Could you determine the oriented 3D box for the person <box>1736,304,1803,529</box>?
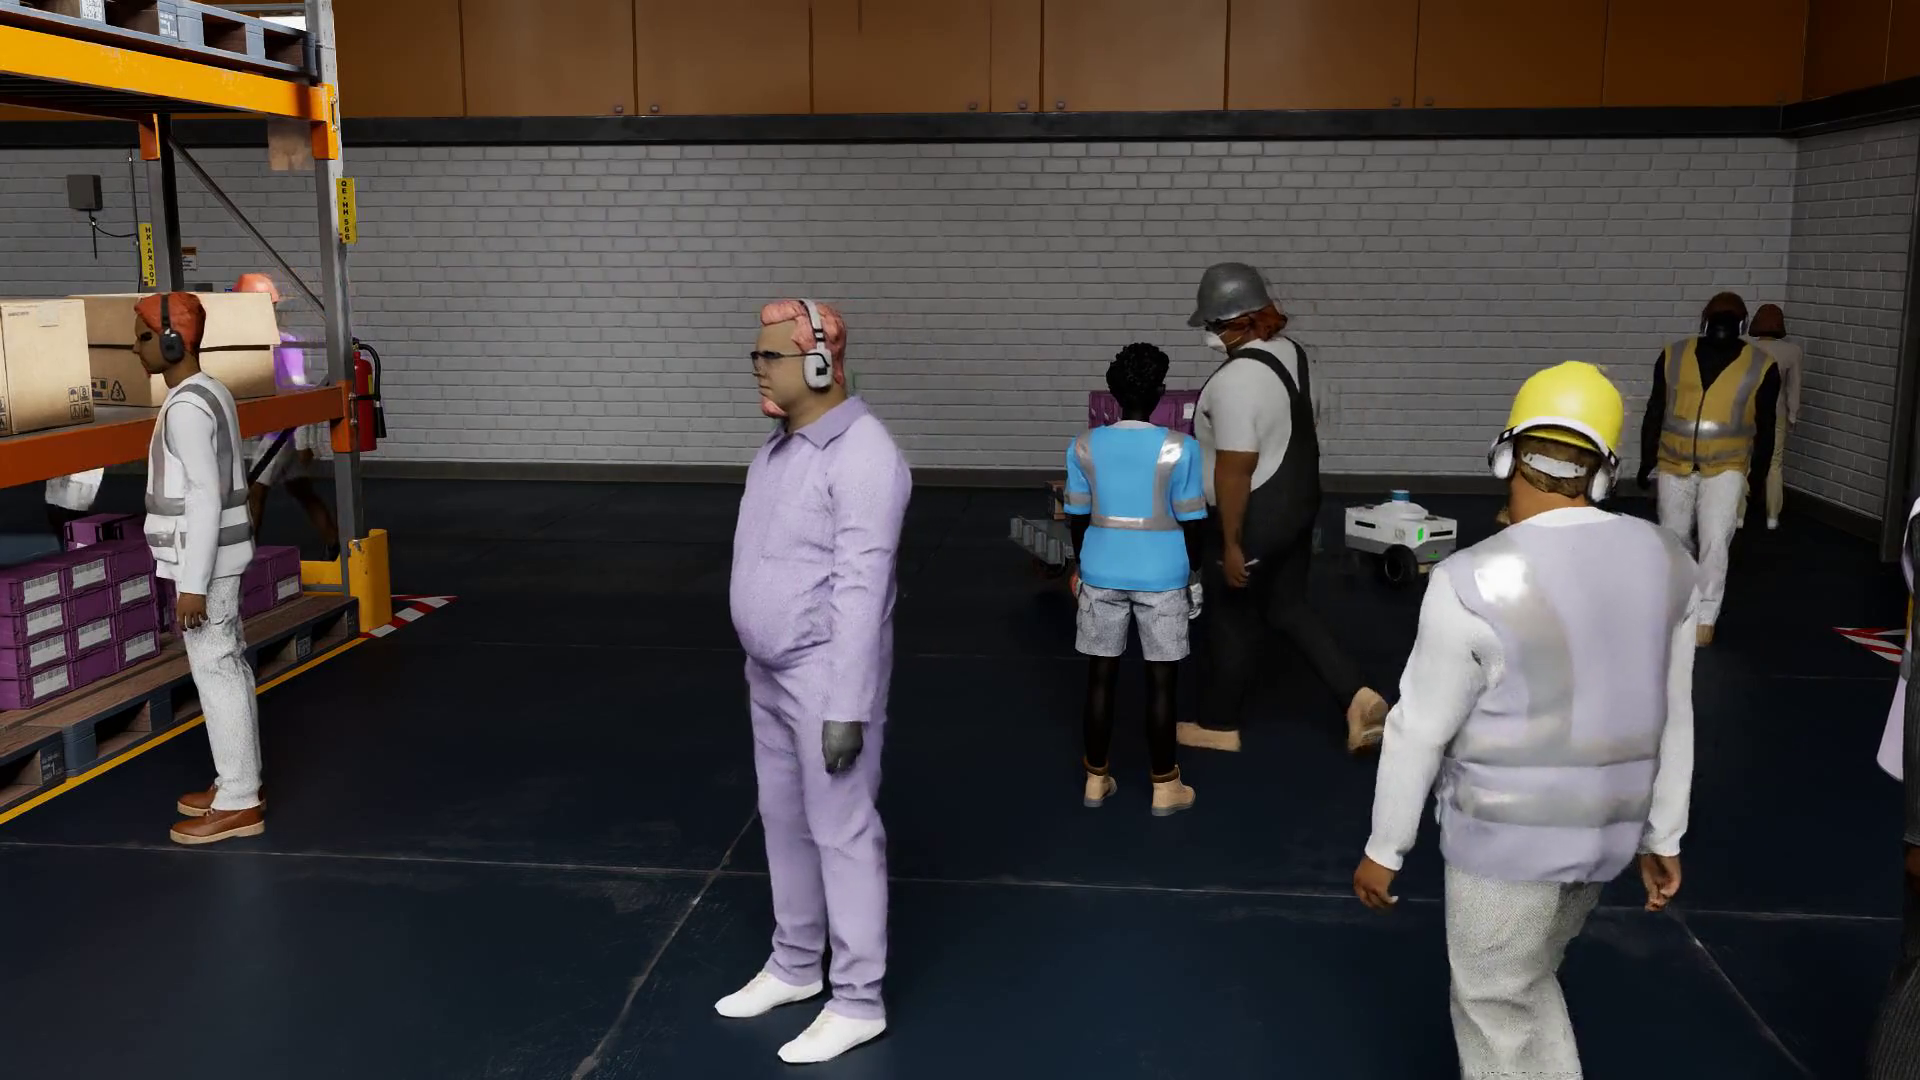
[{"bbox_3d":[5.807,-0.889,12.063,0.508,1.632,0.270,2,10,13],"label":"person"}]

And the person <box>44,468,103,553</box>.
[{"bbox_3d":[-5.049,-0.439,9.352,0.442,1.680,0.565,-9,13,-41],"label":"person"}]

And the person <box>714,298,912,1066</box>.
[{"bbox_3d":[-0.384,0.350,4.207,0.409,1.906,0.646,-6,11,-30],"label":"person"}]

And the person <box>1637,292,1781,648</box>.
[{"bbox_3d":[3.924,-0.398,8.746,0.630,1.814,0.865,8,12,37],"label":"person"}]

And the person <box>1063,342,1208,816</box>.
[{"bbox_3d":[0.631,0.146,5.964,0.534,1.697,0.318,5,11,25],"label":"person"}]

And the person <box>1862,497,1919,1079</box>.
[{"bbox_3d":[2.045,0.500,3.300,0.600,1.917,0.376,-7,12,-34],"label":"person"}]

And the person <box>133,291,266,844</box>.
[{"bbox_3d":[-2.605,0.094,5.719,0.337,1.883,0.584,-3,10,-18],"label":"person"}]

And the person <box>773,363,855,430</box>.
[{"bbox_3d":[-0.923,-0.579,10.401,0.512,1.592,0.831,4,11,22],"label":"person"}]

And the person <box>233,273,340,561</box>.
[{"bbox_3d":[-4.178,-0.651,10.015,1.024,1.878,0.557,-8,13,-40],"label":"person"}]

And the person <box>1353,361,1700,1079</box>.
[{"bbox_3d":[1.091,0.562,3.225,0.598,1.810,0.448,-6,11,-29],"label":"person"}]

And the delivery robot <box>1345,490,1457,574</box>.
[{"bbox_3d":[2.681,-0.061,10.146,0.477,0.478,0.707,-5,11,-28],"label":"delivery robot"}]

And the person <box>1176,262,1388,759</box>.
[{"bbox_3d":[1.206,-0.110,6.439,0.857,2.000,0.733,8,13,40],"label":"person"}]
